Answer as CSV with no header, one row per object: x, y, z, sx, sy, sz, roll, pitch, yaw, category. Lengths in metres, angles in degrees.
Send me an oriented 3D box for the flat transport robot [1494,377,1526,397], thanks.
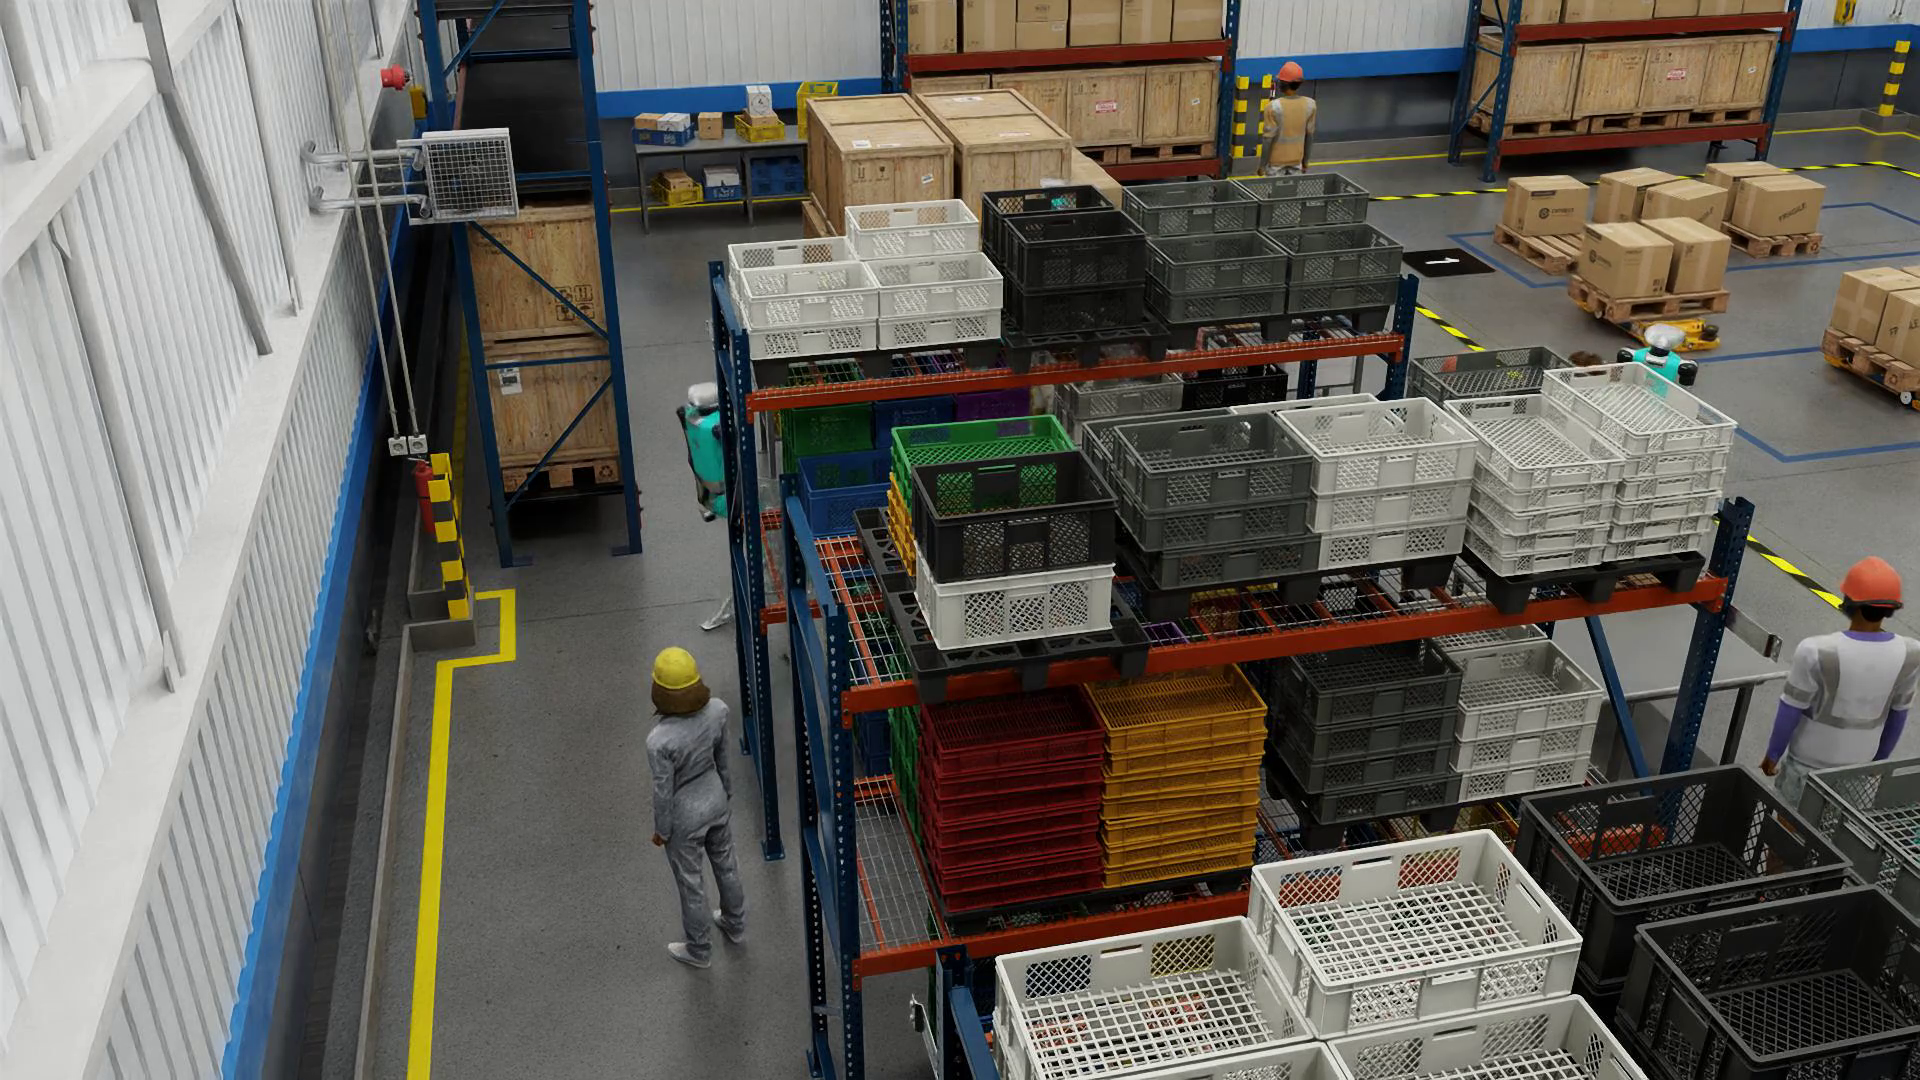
4.780,-1.036,14.013,0.659,0.231,1.431,-6,28,-12,flat transport robot

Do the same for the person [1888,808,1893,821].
4.904,1.167,8.242,0.538,1.747,0.648,-15,31,-26,person

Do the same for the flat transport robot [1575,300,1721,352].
6.668,-2.177,16.148,0.652,0.197,1.431,-6,28,-12,flat transport robot

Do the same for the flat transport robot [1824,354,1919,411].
8.473,-1.467,14.800,0.652,0.197,1.431,-6,28,-12,flat transport robot

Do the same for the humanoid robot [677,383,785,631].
-1.354,-0.299,11.072,0.998,1.765,0.530,-23,36,-37,humanoid robot

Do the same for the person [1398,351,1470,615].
3.148,-0.317,10.857,0.358,1.939,0.543,-18,33,-30,person

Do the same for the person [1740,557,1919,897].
4.300,1.013,8.232,0.613,2.035,0.398,1,28,2,person

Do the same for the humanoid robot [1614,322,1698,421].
4.887,-0.785,11.821,0.533,1.673,0.735,16,32,28,humanoid robot

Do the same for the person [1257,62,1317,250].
3.497,-4.123,17.970,0.613,2.041,0.374,-9,29,-16,person

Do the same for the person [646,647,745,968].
-1.299,1.285,8.028,0.322,1.740,0.491,21,34,34,person

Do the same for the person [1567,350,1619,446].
4.126,-0.404,11.179,0.613,1.805,0.943,-20,34,-34,person

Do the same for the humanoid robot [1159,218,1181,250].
1.812,-2.012,14.352,0.431,1.646,0.602,-9,29,-17,humanoid robot

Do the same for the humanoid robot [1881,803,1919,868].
3.827,1.802,7.096,1.014,1.758,0.532,-8,29,-15,humanoid robot

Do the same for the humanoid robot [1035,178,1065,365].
1.018,-2.336,15.023,0.718,1.902,0.543,-7,29,-12,humanoid robot

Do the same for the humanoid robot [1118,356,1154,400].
1.211,-0.729,11.964,0.531,1.647,0.610,-21,34,-34,humanoid robot

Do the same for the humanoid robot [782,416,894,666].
-0.789,0.059,10.383,0.959,1.778,0.555,-19,33,-32,humanoid robot

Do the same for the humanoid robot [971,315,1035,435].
0.452,-1.028,12.459,0.579,1.778,0.959,24,36,38,humanoid robot

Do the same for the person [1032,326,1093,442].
0.751,-0.619,11.544,0.507,1.836,0.353,3,28,6,person

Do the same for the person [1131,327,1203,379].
1.525,-1.103,12.374,0.589,1.916,0.399,22,35,35,person
